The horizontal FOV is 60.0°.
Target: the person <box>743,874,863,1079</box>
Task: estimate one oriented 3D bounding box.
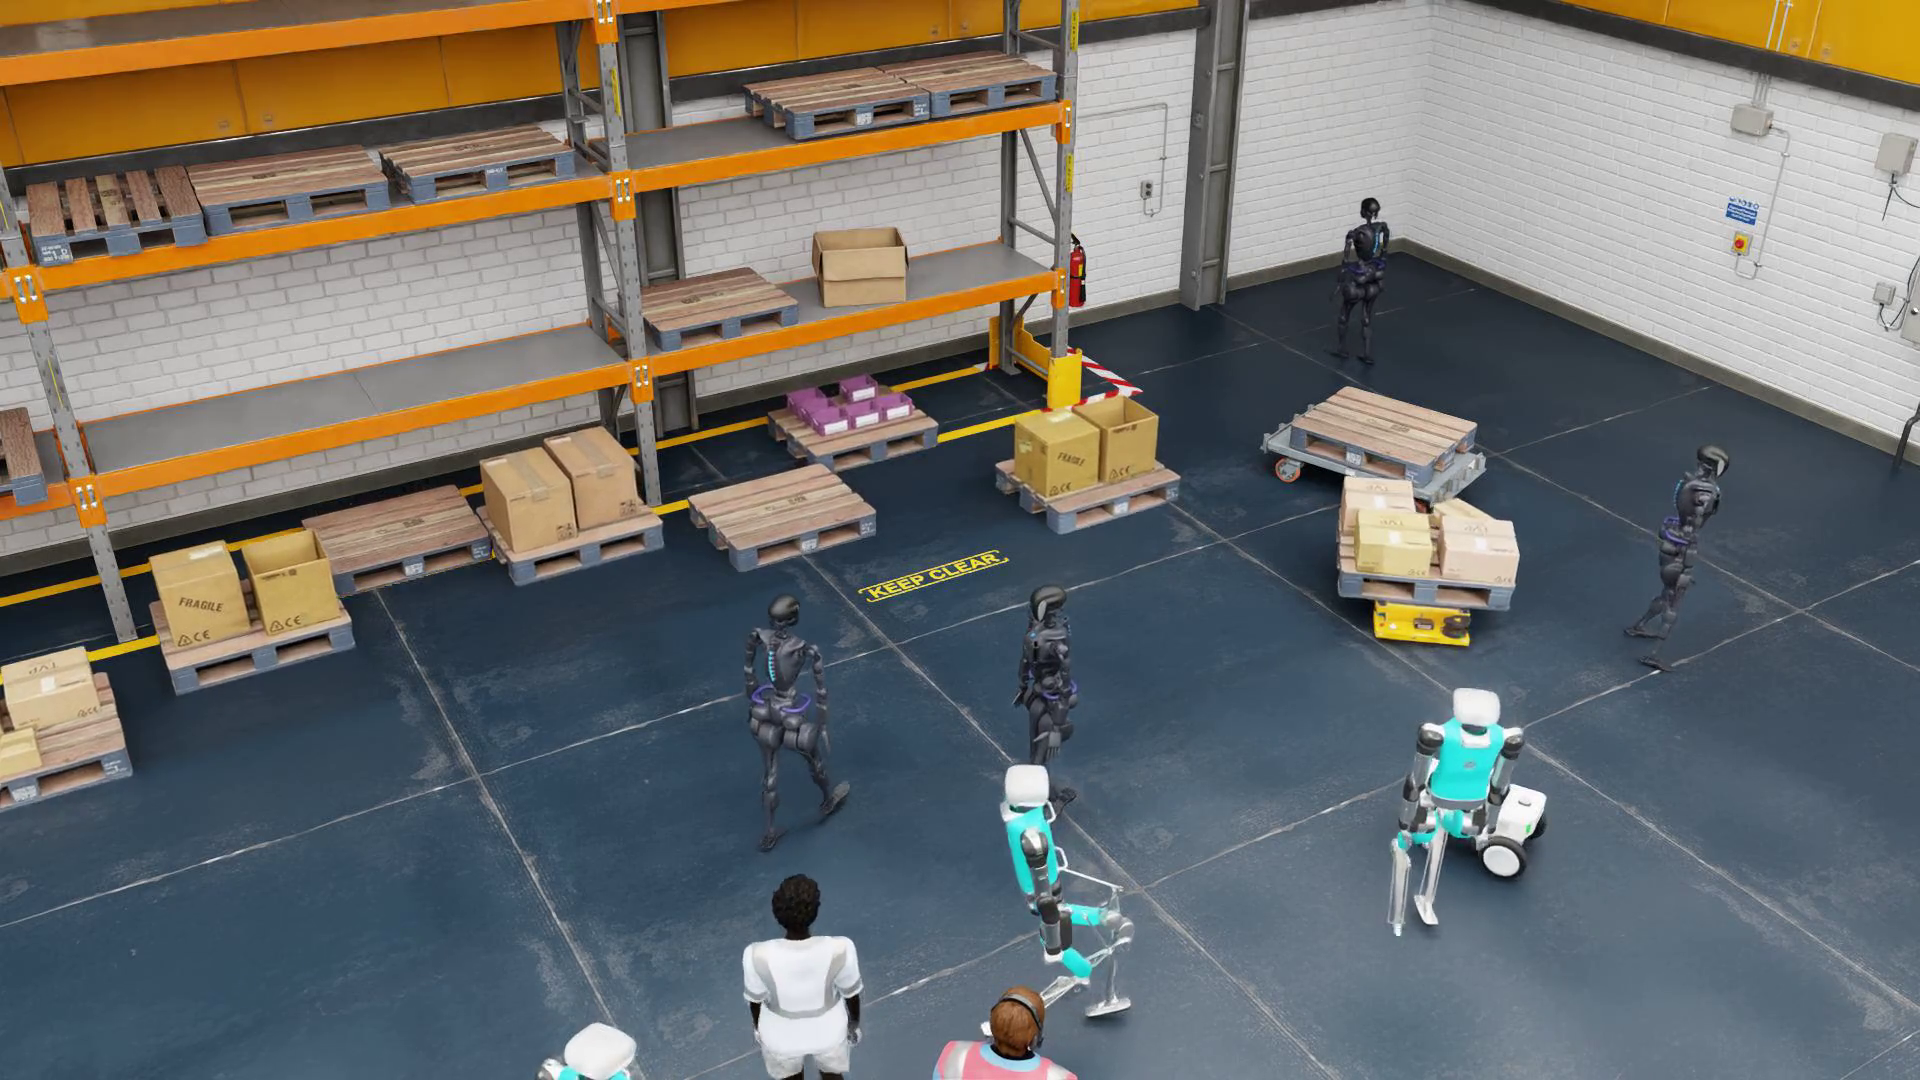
[{"bbox_3d":[-0.698,2.259,7.544,0.534,1.677,0.557,-4,30,-7],"label":"person"}]

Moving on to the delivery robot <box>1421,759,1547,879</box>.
[{"bbox_3d":[3.084,1.612,9.837,0.772,0.600,0.525,17,34,27],"label":"delivery robot"}]

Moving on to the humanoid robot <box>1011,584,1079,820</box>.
[{"bbox_3d":[0.511,0.966,9.827,0.361,1.641,0.600,-11,31,-19],"label":"humanoid robot"}]

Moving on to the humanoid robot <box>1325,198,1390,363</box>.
[{"bbox_3d":[3.848,-2.509,15.992,0.600,1.640,0.494,-15,33,-24],"label":"humanoid robot"}]

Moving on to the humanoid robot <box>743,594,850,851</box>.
[{"bbox_3d":[-1.004,1.006,9.782,0.589,1.638,0.688,13,32,21],"label":"humanoid robot"}]

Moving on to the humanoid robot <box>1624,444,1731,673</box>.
[{"bbox_3d":[4.917,0.071,11.413,0.386,1.634,0.609,8,31,15],"label":"humanoid robot"}]

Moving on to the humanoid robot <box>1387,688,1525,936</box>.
[{"bbox_3d":[2.599,1.416,8.963,0.540,1.750,0.771,2,29,3],"label":"humanoid robot"}]

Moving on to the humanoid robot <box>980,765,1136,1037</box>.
[{"bbox_3d":[0.607,1.829,8.267,1.022,1.723,0.535,-5,30,-8],"label":"humanoid robot"}]

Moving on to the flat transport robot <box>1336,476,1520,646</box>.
[{"bbox_3d":[3.414,0.320,12.408,0.659,0.231,1.431,5,30,9],"label":"flat transport robot"}]

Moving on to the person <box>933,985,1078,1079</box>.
[{"bbox_3d":[0.207,2.566,6.848,0.630,1.837,0.431,9,31,16],"label":"person"}]

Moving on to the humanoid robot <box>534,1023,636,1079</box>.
[{"bbox_3d":[-1.279,2.552,7.000,0.549,1.788,0.942,13,32,21],"label":"humanoid robot"}]
